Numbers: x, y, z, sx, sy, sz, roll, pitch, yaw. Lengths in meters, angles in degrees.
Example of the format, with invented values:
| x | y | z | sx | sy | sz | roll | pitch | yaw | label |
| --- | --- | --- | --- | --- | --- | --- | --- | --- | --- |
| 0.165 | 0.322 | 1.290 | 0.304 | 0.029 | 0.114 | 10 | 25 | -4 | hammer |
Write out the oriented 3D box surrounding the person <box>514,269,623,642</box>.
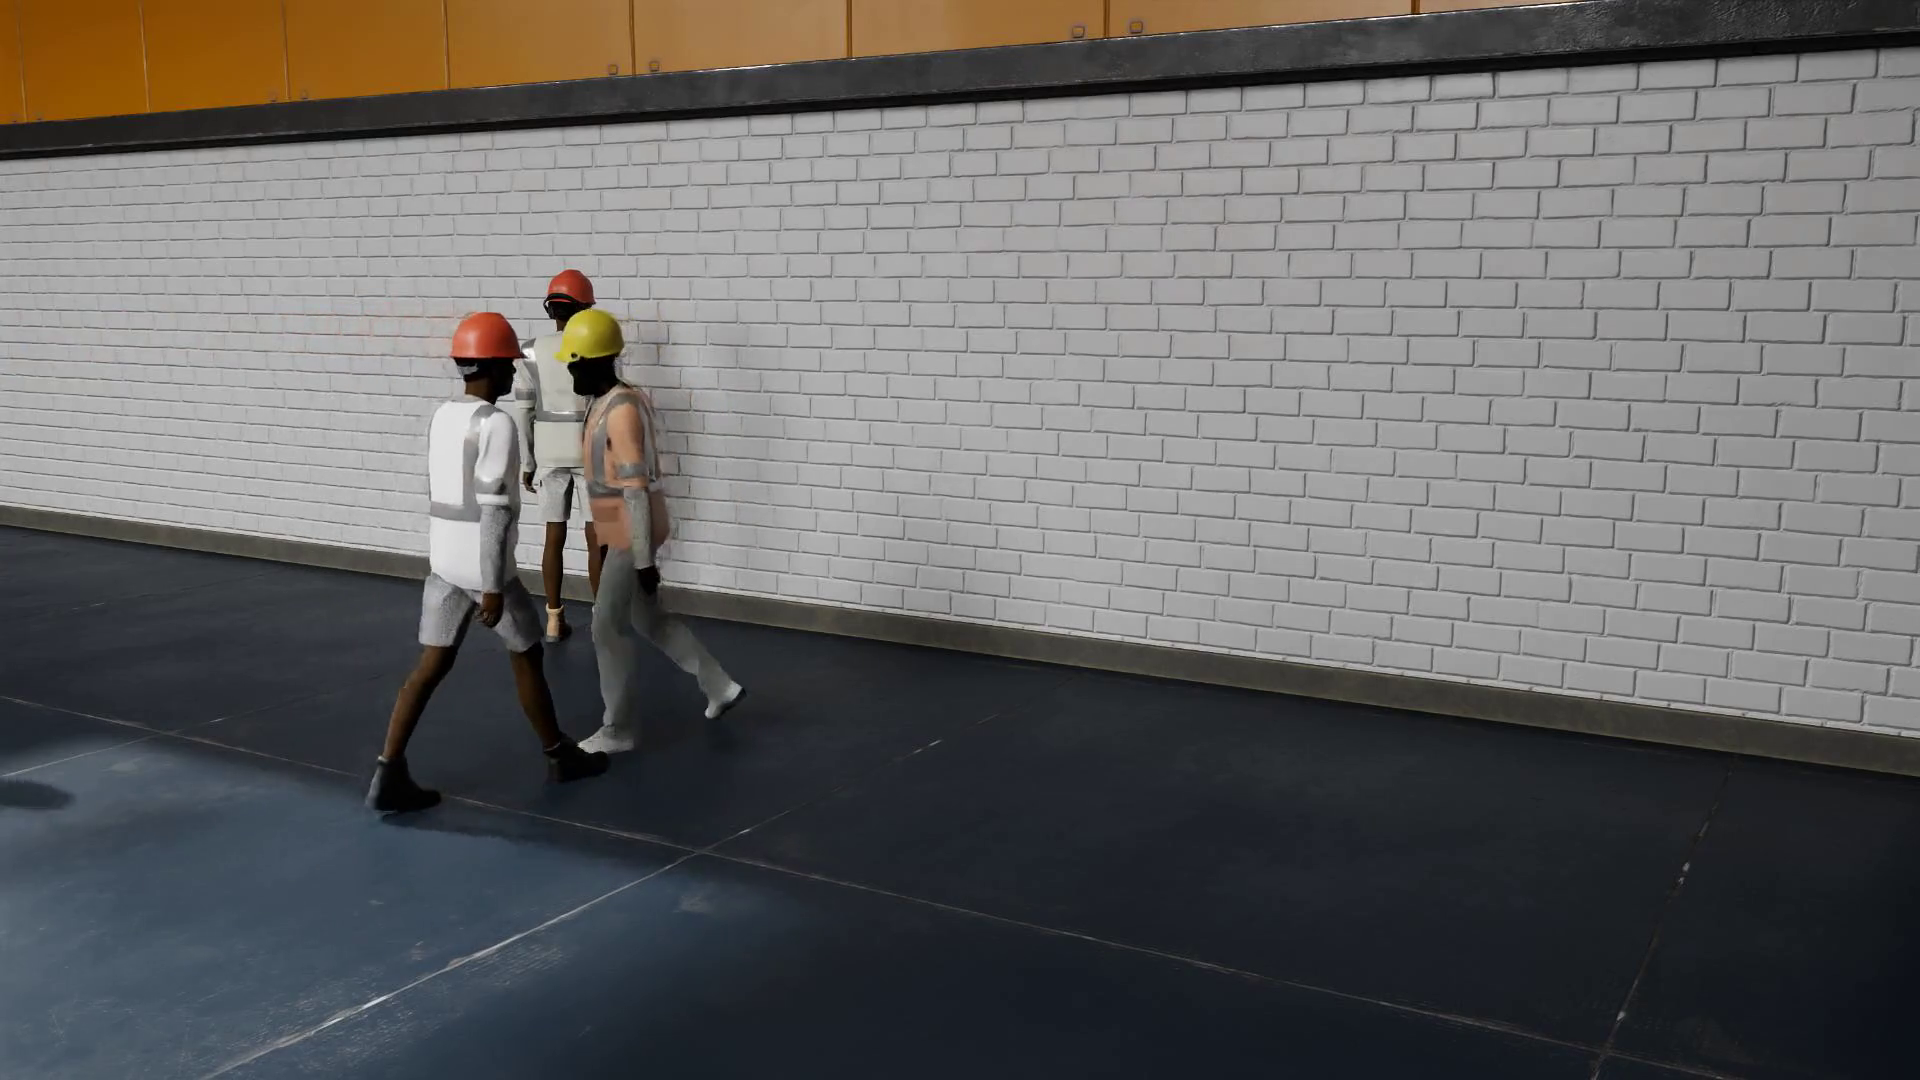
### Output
| x | y | z | sx | sy | sz | roll | pitch | yaw | label |
| --- | --- | --- | --- | --- | --- | --- | --- | --- | --- |
| -2.111 | -0.451 | 9.129 | 0.615 | 2.043 | 0.373 | 1 | 9 | 4 | person |

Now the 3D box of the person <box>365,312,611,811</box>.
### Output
| x | y | z | sx | sy | sz | roll | pitch | yaw | label |
| --- | --- | --- | --- | --- | --- | --- | --- | --- | --- |
| -1.862 | 0.084 | 6.340 | 0.560 | 1.888 | 1.011 | 8 | 12 | 41 | person |

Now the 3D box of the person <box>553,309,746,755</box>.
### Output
| x | y | z | sx | sy | sz | roll | pitch | yaw | label |
| --- | --- | --- | --- | --- | --- | --- | --- | --- | --- |
| -1.293 | -0.031 | 7.029 | 0.784 | 1.888 | 0.638 | -2 | 9 | -15 | person |
